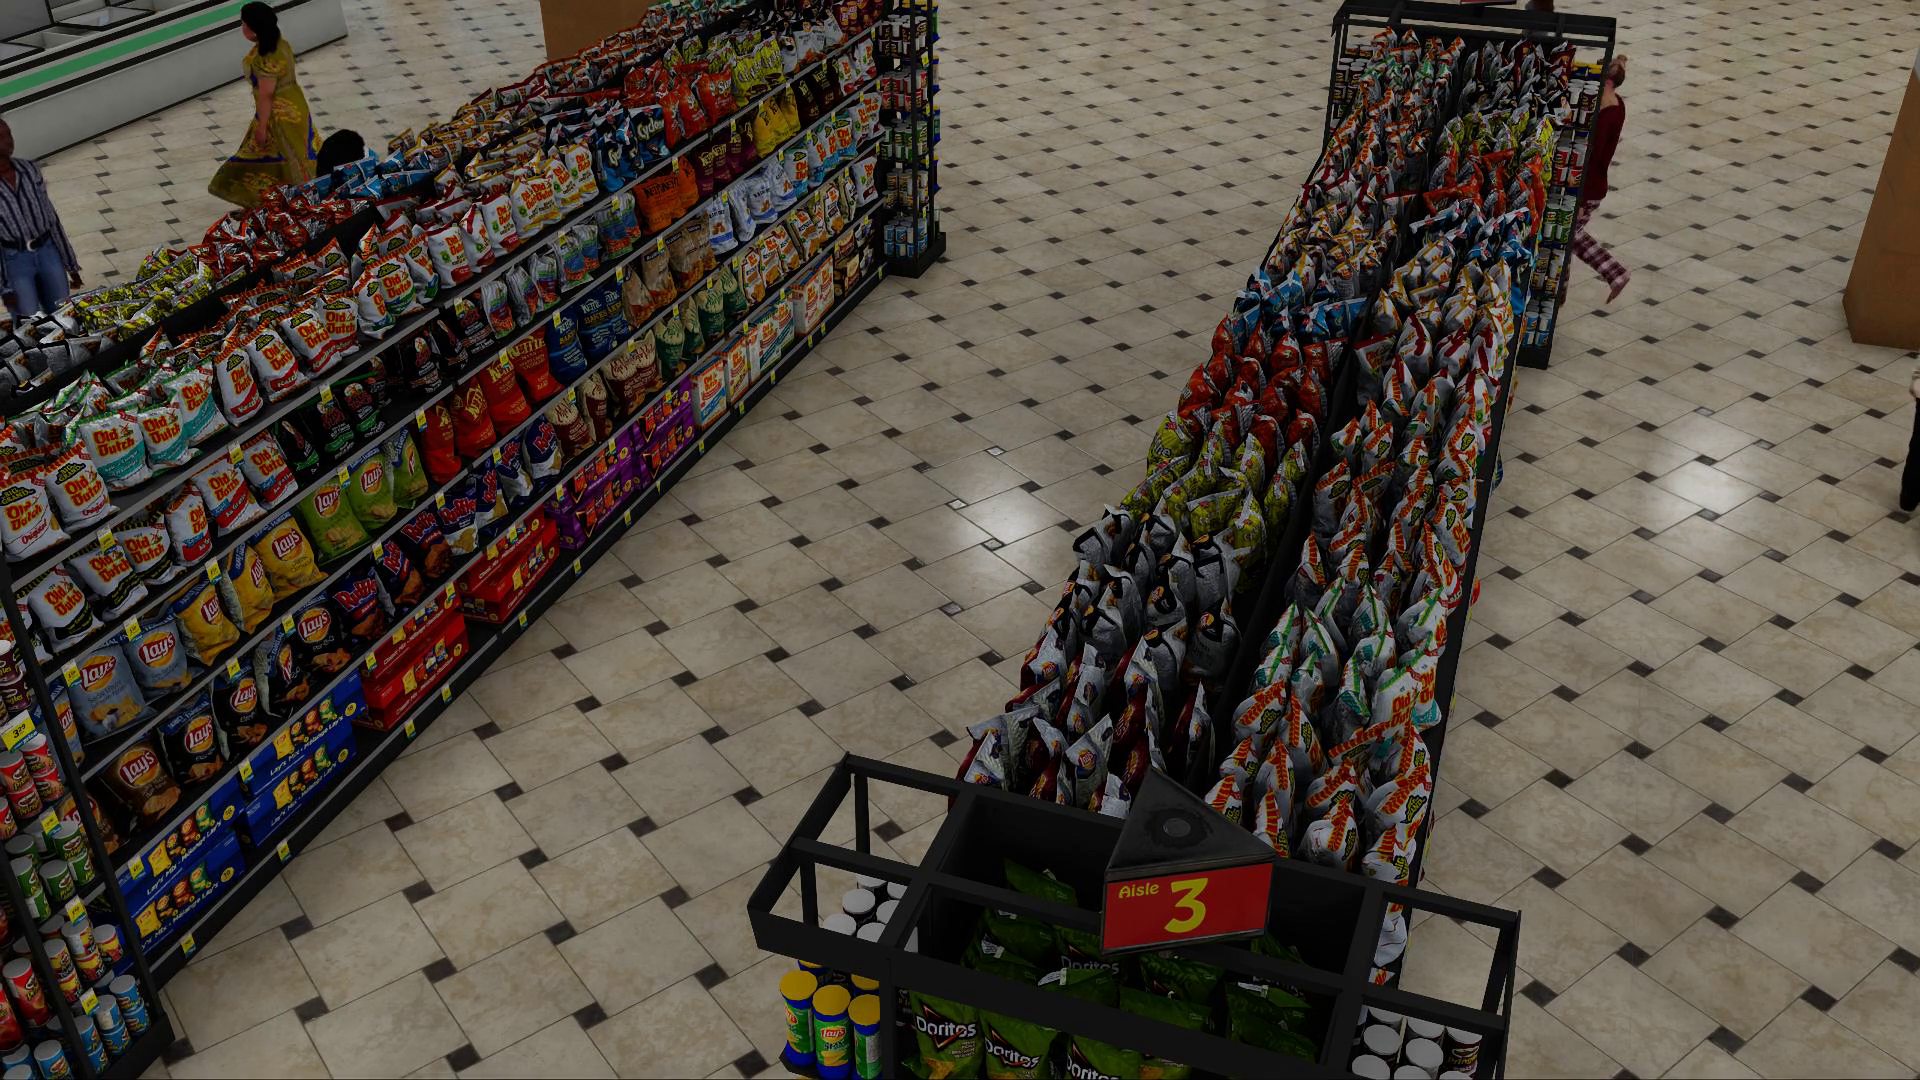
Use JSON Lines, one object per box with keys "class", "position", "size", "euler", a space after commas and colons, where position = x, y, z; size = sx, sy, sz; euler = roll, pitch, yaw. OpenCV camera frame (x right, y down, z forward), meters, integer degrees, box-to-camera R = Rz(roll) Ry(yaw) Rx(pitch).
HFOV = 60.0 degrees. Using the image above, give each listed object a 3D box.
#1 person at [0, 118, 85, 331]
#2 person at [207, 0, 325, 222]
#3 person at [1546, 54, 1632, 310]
{"class": "person", "position": [-5.174, -1.486, 9.225], "size": [0.719, 1.788, 0.499], "euler": [14, 35, 22]}
{"class": "person", "position": [-4.669, -2.932, 11.724], "size": [1.223, 1.604, 1.344], "euler": [-6, 32, -10]}
{"class": "person", "position": [4.020, -2.200, 10.470], "size": [0.750, 1.686, 0.791], "euler": [15, 35, 23]}
